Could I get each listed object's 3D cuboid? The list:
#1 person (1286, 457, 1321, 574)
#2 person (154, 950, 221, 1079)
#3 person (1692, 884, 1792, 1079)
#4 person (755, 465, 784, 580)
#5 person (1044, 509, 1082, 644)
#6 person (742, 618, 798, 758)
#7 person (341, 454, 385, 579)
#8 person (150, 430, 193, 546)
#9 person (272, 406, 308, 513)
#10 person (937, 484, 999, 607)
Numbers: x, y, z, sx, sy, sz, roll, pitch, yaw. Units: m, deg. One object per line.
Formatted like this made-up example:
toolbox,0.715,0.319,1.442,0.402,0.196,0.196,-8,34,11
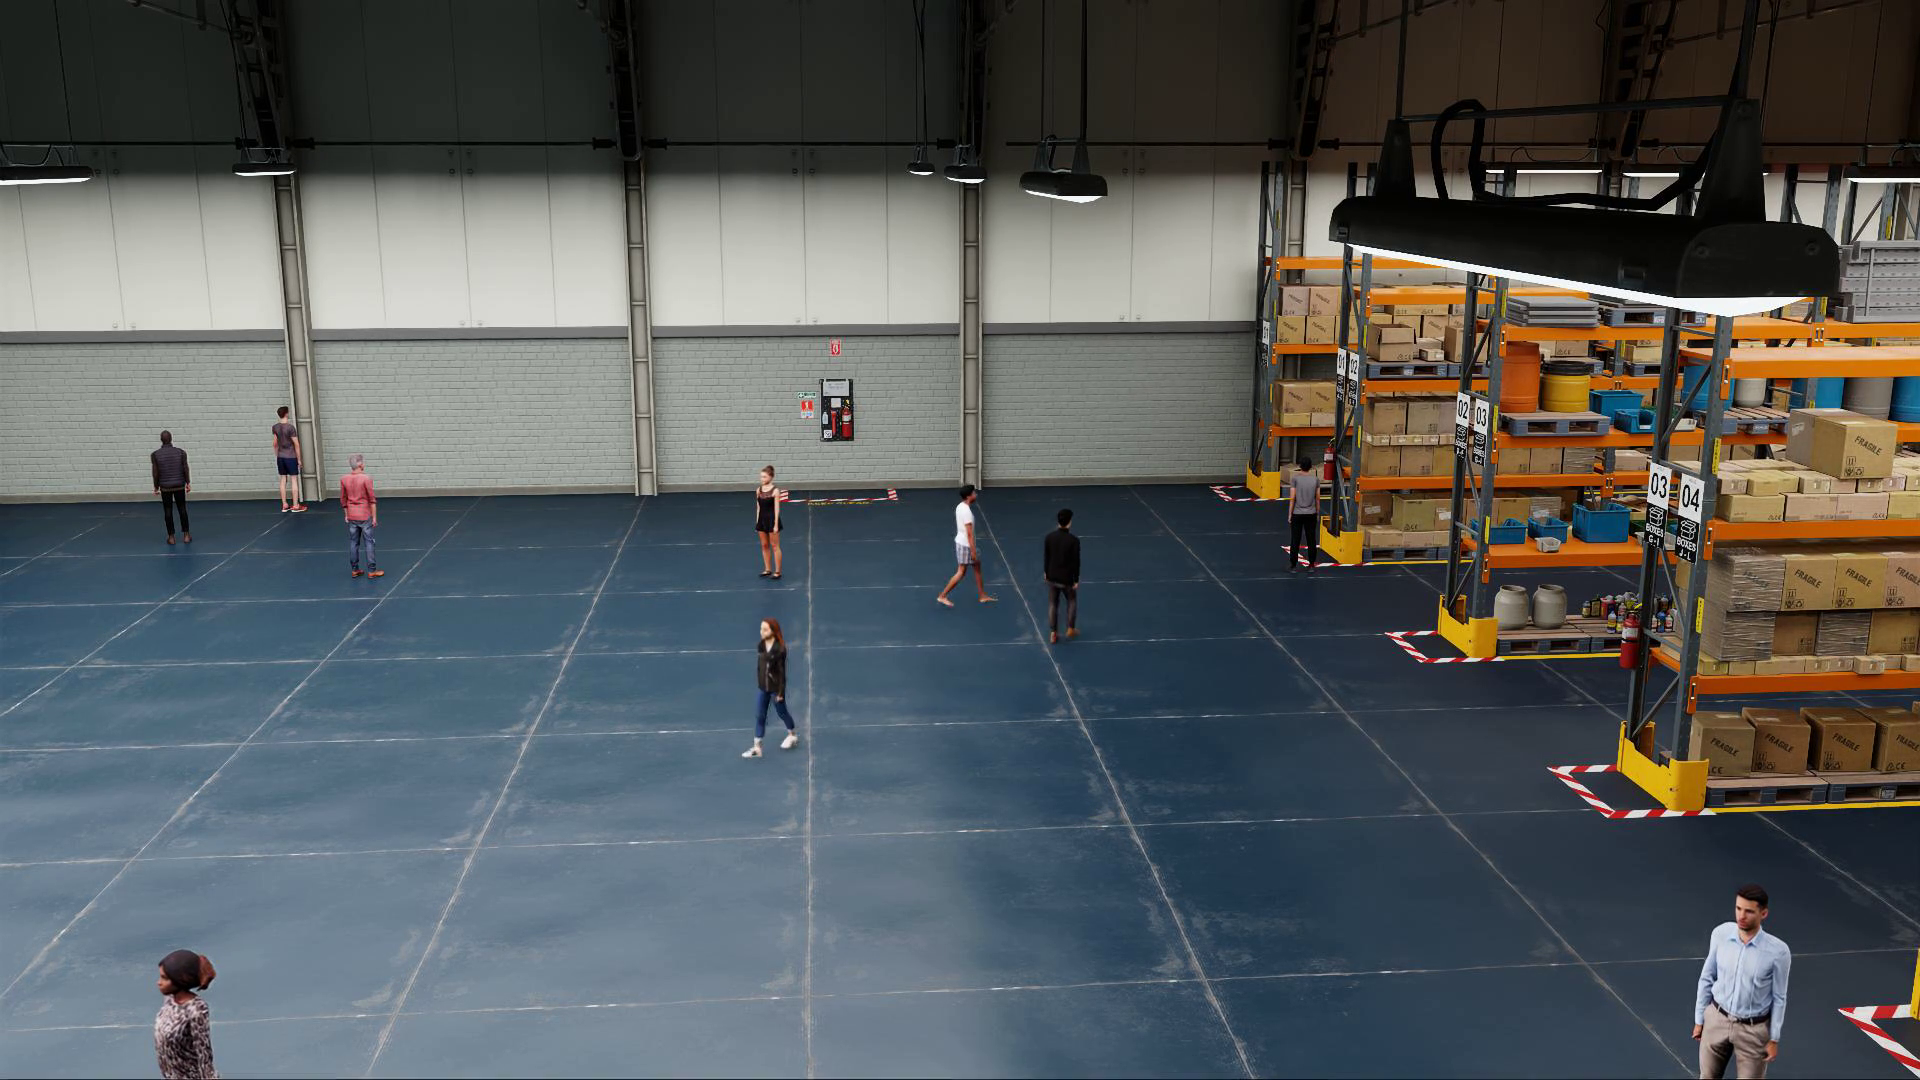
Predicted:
person,5.137,-0.386,24.835,0.479,1.755,0.676,-1,13,-3
person,-4.421,3.166,9.588,0.676,1.714,0.734,11,17,40
person,4.756,2.966,10.158,0.742,1.845,0.798,11,17,40
person,-2.805,-0.269,24.494,0.672,1.679,0.743,9,16,33
person,1.264,0.476,21.221,0.843,1.706,0.884,4,14,16
person,-1.900,1.520,17.285,0.975,1.447,1.003,10,16,36
person,-8.856,-0.361,24.559,0.618,1.830,0.810,3,13,13
person,-12.642,-0.855,26.680,0.661,1.835,0.829,-6,15,-26
person,-11.759,-1.417,29.071,0.607,1.851,0.785,3,13,14
person,0.009,0.106,22.849,1.097,1.691,0.677,-2,13,-7
